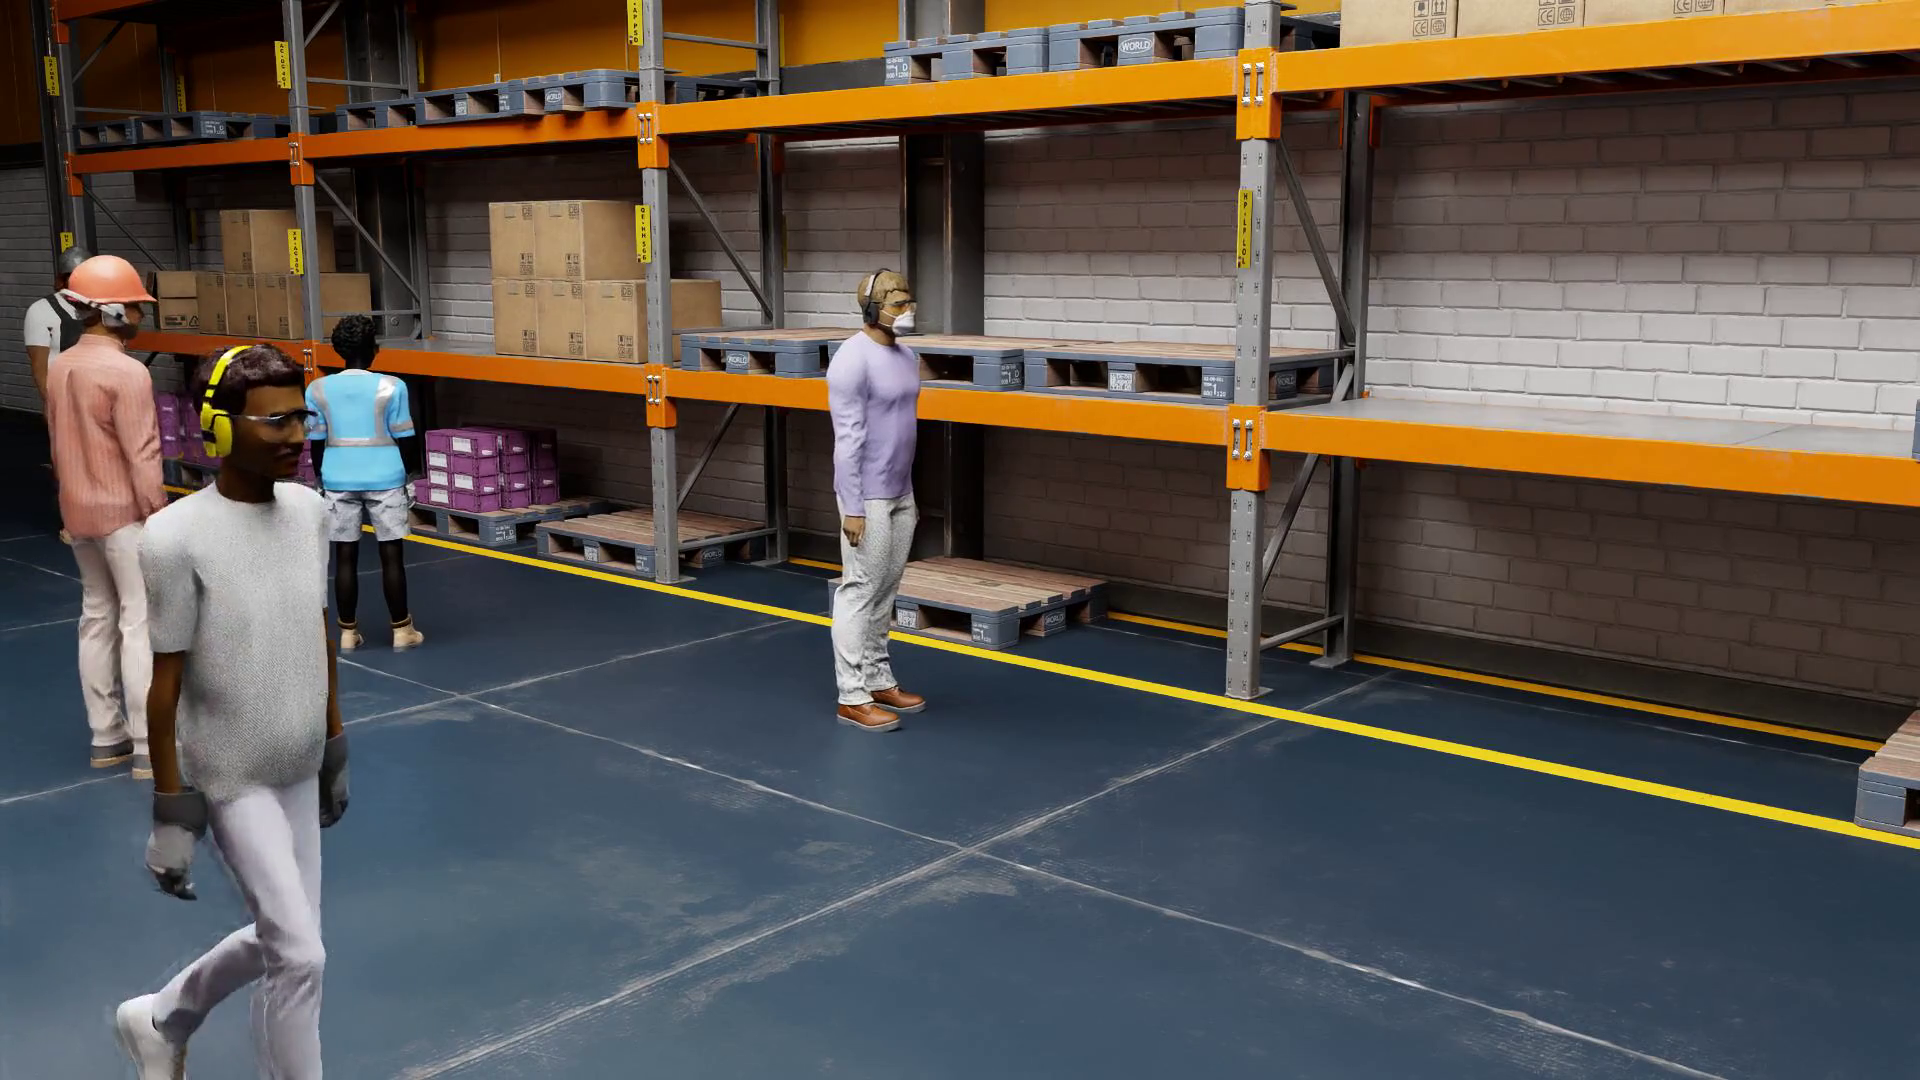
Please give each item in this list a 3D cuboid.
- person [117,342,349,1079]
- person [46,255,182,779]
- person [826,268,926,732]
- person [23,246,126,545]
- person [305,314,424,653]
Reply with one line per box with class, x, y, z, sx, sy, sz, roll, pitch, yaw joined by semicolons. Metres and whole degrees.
person;-1.557;0.495;3.563;0.795;1.845;0.527;3;10;18
person;-3.227;-0.084;6.395;0.619;1.994;0.395;7;12;33
person;-0.345;-0.175;7.070;0.366;1.938;0.630;4;11;22
person;-6.008;-1.003;11.489;0.537;2.000;0.675;7;12;34
person;-2.972;-0.272;8.308;0.530;1.696;0.322;0;10;-2
